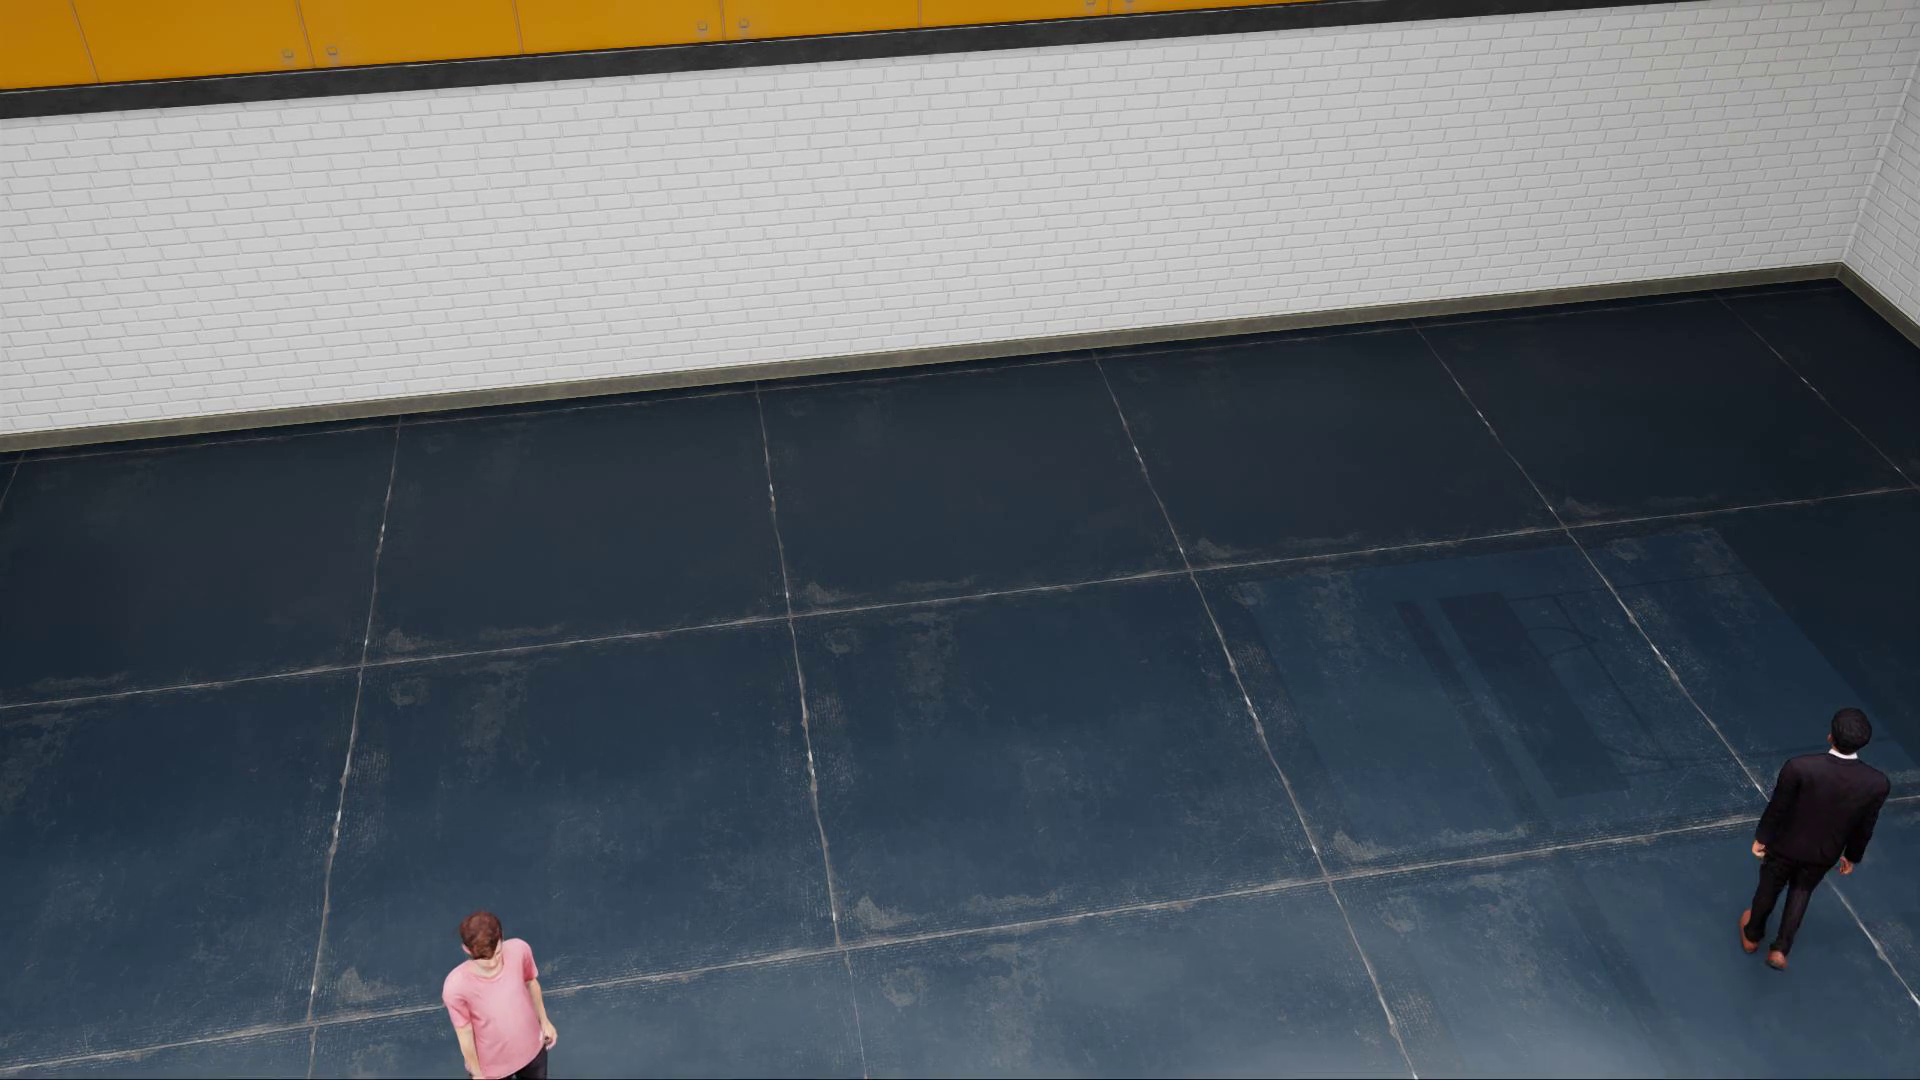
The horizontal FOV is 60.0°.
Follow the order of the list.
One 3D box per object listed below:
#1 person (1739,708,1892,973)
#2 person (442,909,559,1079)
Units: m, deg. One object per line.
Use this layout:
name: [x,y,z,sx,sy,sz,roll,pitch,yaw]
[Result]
person: [4.625,1.712,9.097,0.919,1.867,0.999,12,40,15]
person: [-2.213,2.457,8.087,0.758,1.963,0.725,29,47,32]
